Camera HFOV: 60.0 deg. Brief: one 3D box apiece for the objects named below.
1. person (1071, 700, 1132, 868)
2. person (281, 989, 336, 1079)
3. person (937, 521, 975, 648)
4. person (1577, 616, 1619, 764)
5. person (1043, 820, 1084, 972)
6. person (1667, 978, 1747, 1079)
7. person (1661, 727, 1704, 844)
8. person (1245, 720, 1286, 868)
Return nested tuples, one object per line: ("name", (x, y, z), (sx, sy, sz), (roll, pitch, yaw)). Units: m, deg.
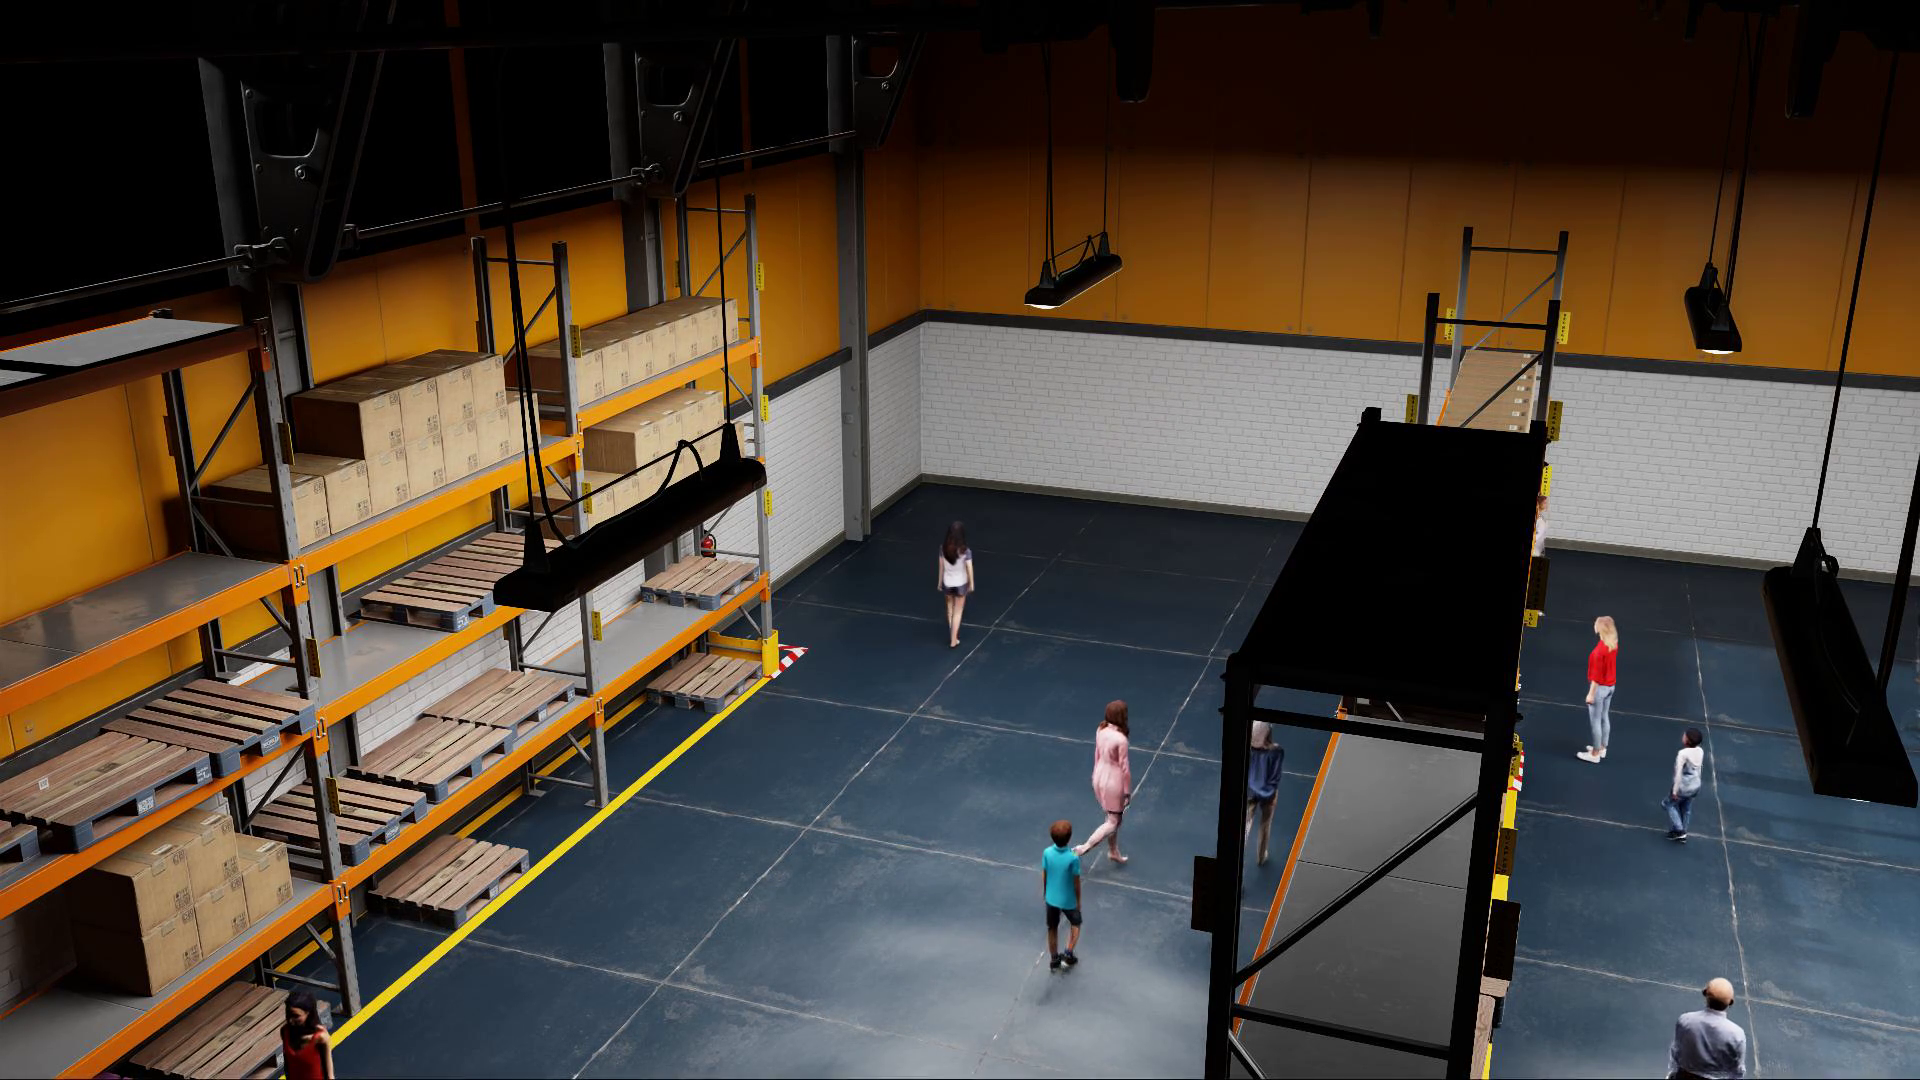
("person", (1.391, 2.439, 16.179), (1.094, 1.780, 0.964), (-12, 22, -33))
("person", (-4.564, 3.926, 11.876), (0.622, 1.708, 0.745), (5, 19, 14))
("person", (-0.094, 0.600, 21.789), (0.608, 1.684, 0.757), (6, 20, 18))
("person", (7.167, 1.664, 18.596), (0.752, 1.705, 0.603), (18, 25, 42))
("person", (0.866, 3.149, 14.596), (0.557, 1.444, 0.538), (9, 21, 26))
("person", (5.225, 3.940, 11.722), (0.724, 1.778, 0.736), (11, 21, 29))
("person", (7.374, 2.500, 16.828), (0.604, 1.250, 0.663), (-8, 20, -23))
("person", (2.879, 2.507, 16.141), (0.679, 1.675, 1.027), (9, 21, 25))
